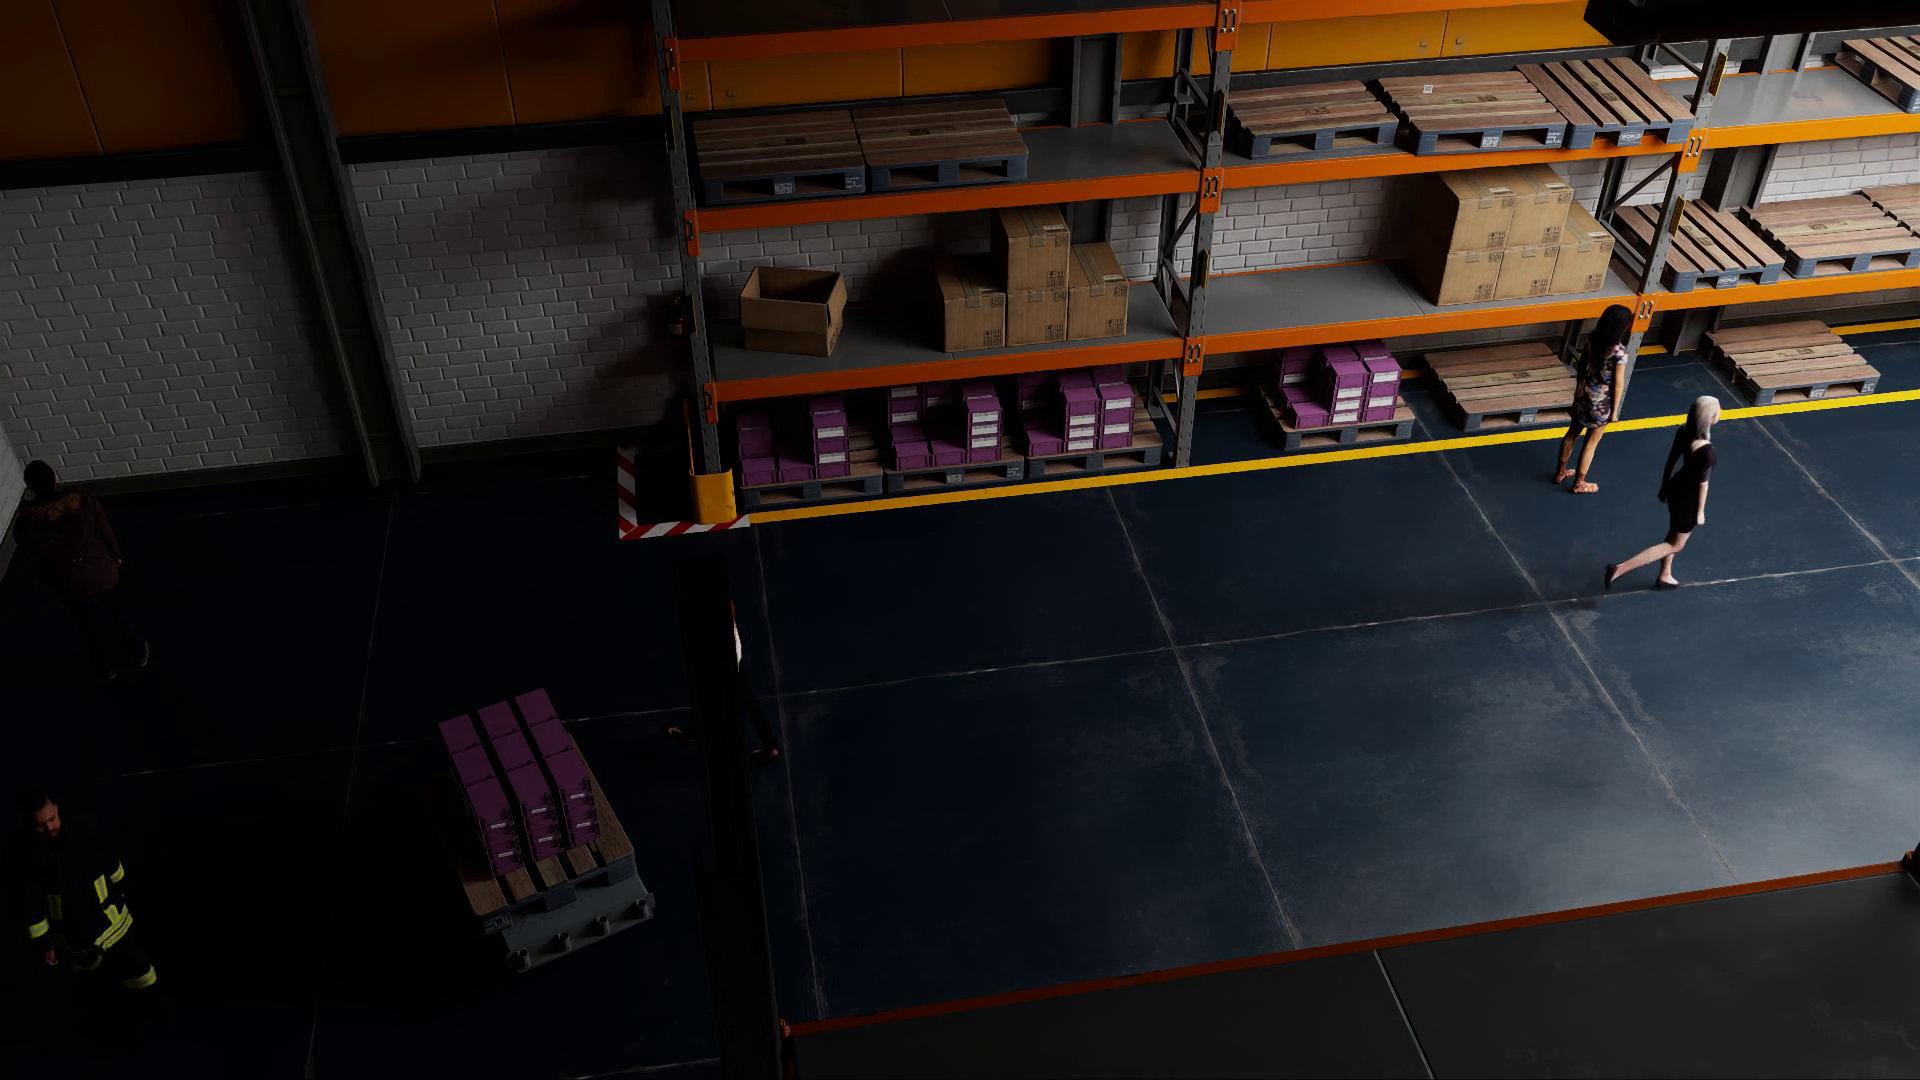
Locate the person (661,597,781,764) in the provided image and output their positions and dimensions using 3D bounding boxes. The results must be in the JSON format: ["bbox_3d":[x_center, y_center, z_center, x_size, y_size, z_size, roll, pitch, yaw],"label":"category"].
[{"bbox_3d":[-1.514,0.889,11.178,1.176,1.671,0.989,15,41,18],"label":"person"}]

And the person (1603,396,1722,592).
[{"bbox_3d":[5.353,-0.272,12.522,0.999,1.809,0.602,-6,39,-8],"label":"person"}]

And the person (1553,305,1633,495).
[{"bbox_3d":[5.217,-1.158,13.690,0.615,1.737,0.655,-18,42,-21],"label":"person"}]

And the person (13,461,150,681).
[{"bbox_3d":[-6.274,0.219,11.878,0.782,1.846,0.919,-23,44,-26],"label":"person"}]

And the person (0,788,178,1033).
[{"bbox_3d":[-5.133,2.058,9.590,1.212,1.827,1.169,-27,46,-30],"label":"person"}]
